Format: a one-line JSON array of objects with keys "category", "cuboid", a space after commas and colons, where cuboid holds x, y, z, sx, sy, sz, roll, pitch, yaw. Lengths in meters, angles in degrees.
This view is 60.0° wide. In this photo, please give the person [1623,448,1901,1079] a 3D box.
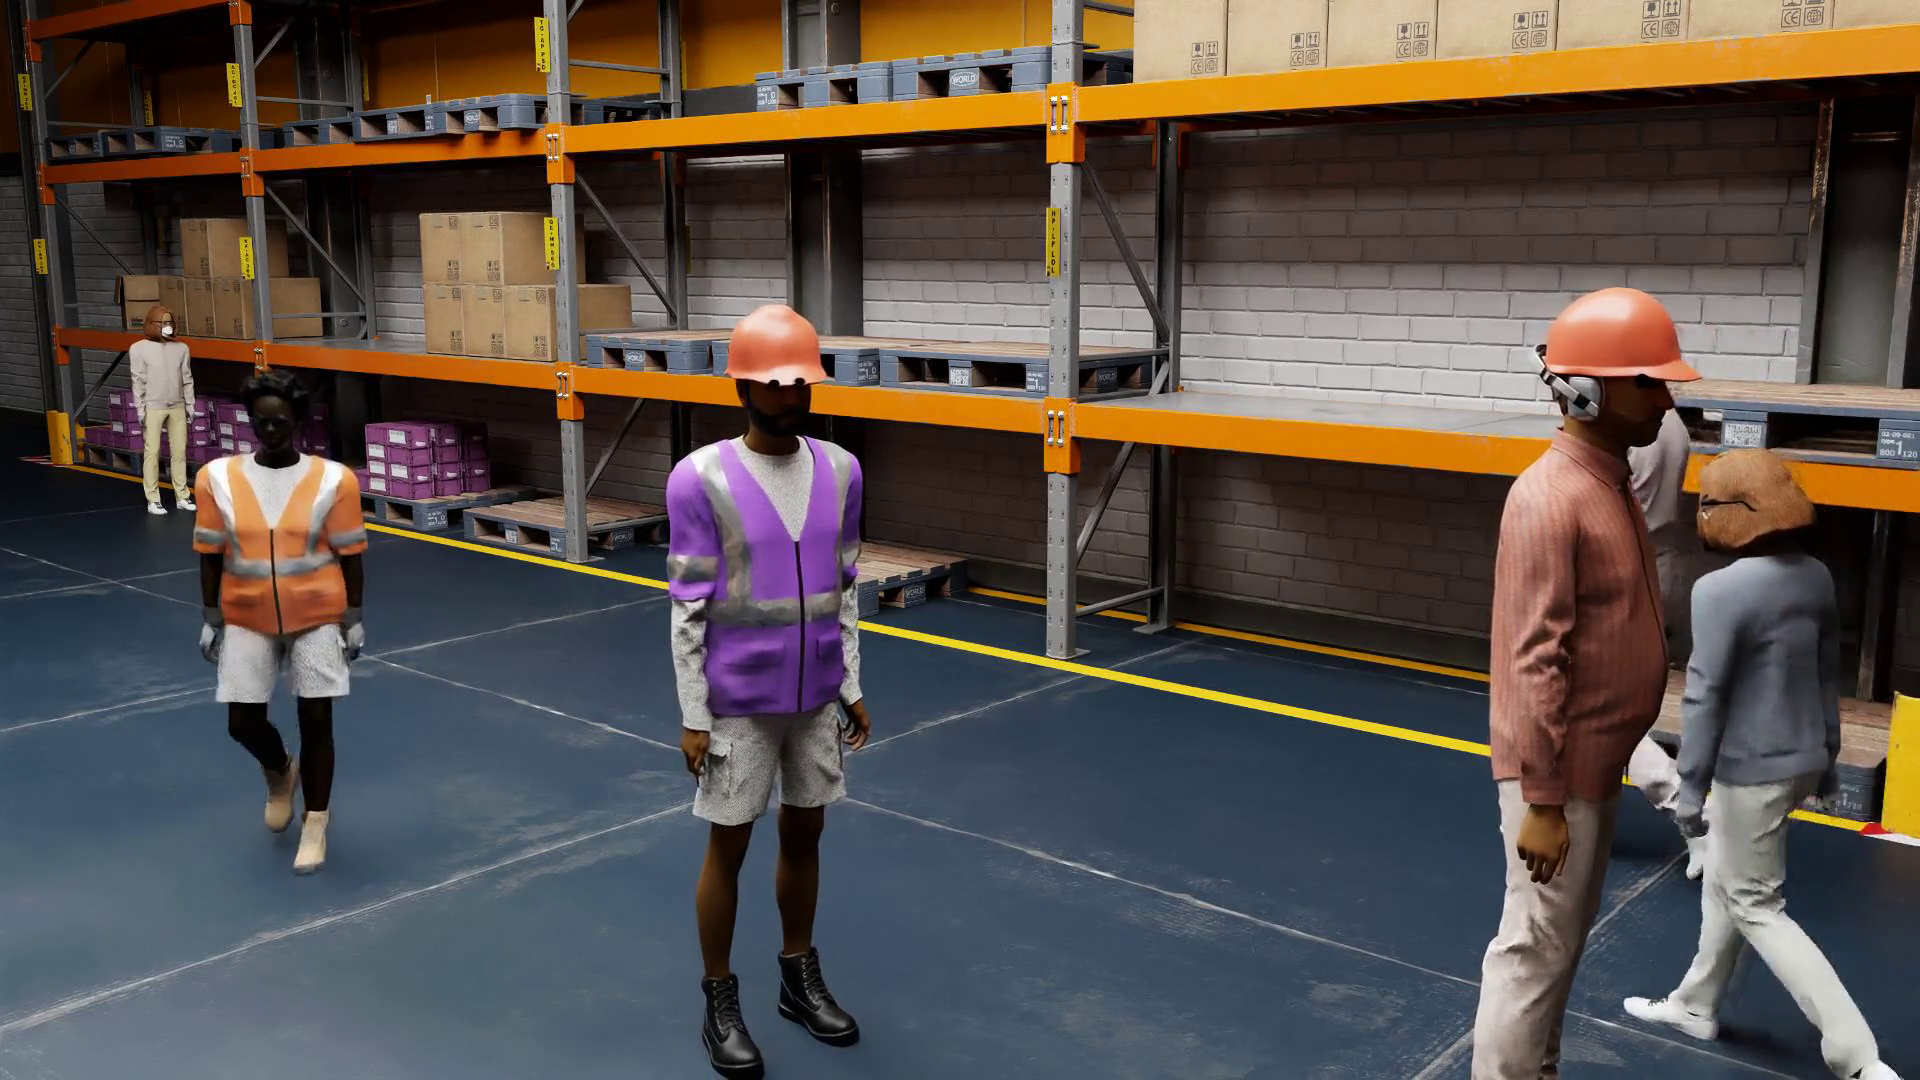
[{"category": "person", "cuboid": [2.013, 0.580, 4.054, 0.539, 1.597, 0.773, -6, 12, -31]}]

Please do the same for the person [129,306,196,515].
[{"category": "person", "cuboid": [-6.241, -1.017, 13.054, 0.277, 1.629, 0.497, 7, 12, 34]}]

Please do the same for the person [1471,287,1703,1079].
[{"category": "person", "cuboid": [1.311, 0.469, 3.539, 0.387, 1.992, 0.626, 6, 12, 31]}]

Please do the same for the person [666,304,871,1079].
[{"category": "person", "cuboid": [-0.458, 0.379, 4.215, 0.548, 1.937, 0.379, -7, 12, -35]}]

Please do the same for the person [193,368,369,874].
[{"category": "person", "cuboid": [-2.255, 0.261, 5.580, 0.549, 1.685, 0.425, -2, 10, -14]}]

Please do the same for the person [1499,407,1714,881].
[{"category": "person", "cuboid": [2.192, 0.196, 5.458, 0.760, 1.879, 0.641, 10, 14, 43]}]
